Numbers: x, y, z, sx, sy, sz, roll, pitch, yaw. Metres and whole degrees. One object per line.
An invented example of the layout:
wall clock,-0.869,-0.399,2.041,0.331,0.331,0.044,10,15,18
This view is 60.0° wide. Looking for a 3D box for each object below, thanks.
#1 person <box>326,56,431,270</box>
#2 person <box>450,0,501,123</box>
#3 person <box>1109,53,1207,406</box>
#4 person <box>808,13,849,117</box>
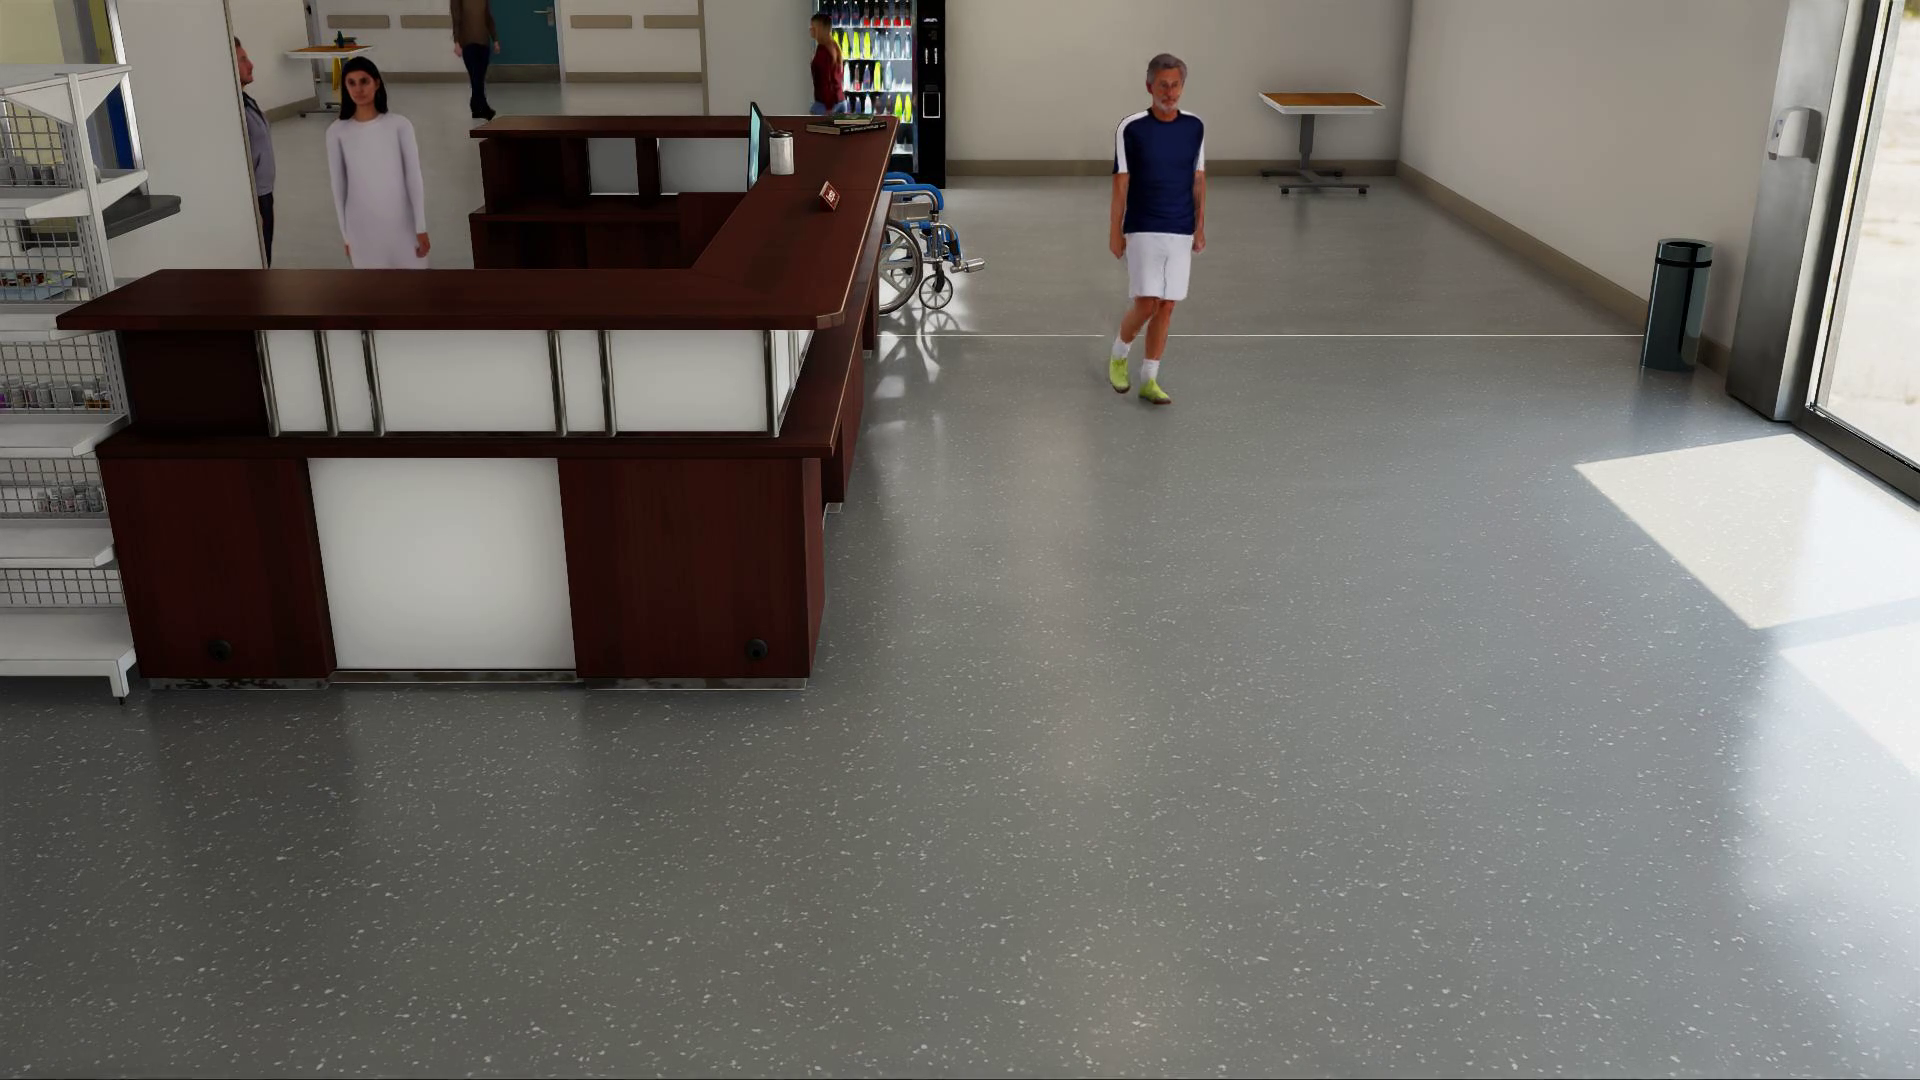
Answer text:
person,-2.966,-1.582,8.665,1.073,1.788,0.884,-6,22,-15
person,-6.027,-6.100,20.508,1.096,1.850,1.139,-18,27,-39
person,1.006,-1.623,8.730,0.740,1.820,0.807,-7,22,-17
person,-1.108,-3.902,15.081,1.154,1.583,0.872,8,22,20
